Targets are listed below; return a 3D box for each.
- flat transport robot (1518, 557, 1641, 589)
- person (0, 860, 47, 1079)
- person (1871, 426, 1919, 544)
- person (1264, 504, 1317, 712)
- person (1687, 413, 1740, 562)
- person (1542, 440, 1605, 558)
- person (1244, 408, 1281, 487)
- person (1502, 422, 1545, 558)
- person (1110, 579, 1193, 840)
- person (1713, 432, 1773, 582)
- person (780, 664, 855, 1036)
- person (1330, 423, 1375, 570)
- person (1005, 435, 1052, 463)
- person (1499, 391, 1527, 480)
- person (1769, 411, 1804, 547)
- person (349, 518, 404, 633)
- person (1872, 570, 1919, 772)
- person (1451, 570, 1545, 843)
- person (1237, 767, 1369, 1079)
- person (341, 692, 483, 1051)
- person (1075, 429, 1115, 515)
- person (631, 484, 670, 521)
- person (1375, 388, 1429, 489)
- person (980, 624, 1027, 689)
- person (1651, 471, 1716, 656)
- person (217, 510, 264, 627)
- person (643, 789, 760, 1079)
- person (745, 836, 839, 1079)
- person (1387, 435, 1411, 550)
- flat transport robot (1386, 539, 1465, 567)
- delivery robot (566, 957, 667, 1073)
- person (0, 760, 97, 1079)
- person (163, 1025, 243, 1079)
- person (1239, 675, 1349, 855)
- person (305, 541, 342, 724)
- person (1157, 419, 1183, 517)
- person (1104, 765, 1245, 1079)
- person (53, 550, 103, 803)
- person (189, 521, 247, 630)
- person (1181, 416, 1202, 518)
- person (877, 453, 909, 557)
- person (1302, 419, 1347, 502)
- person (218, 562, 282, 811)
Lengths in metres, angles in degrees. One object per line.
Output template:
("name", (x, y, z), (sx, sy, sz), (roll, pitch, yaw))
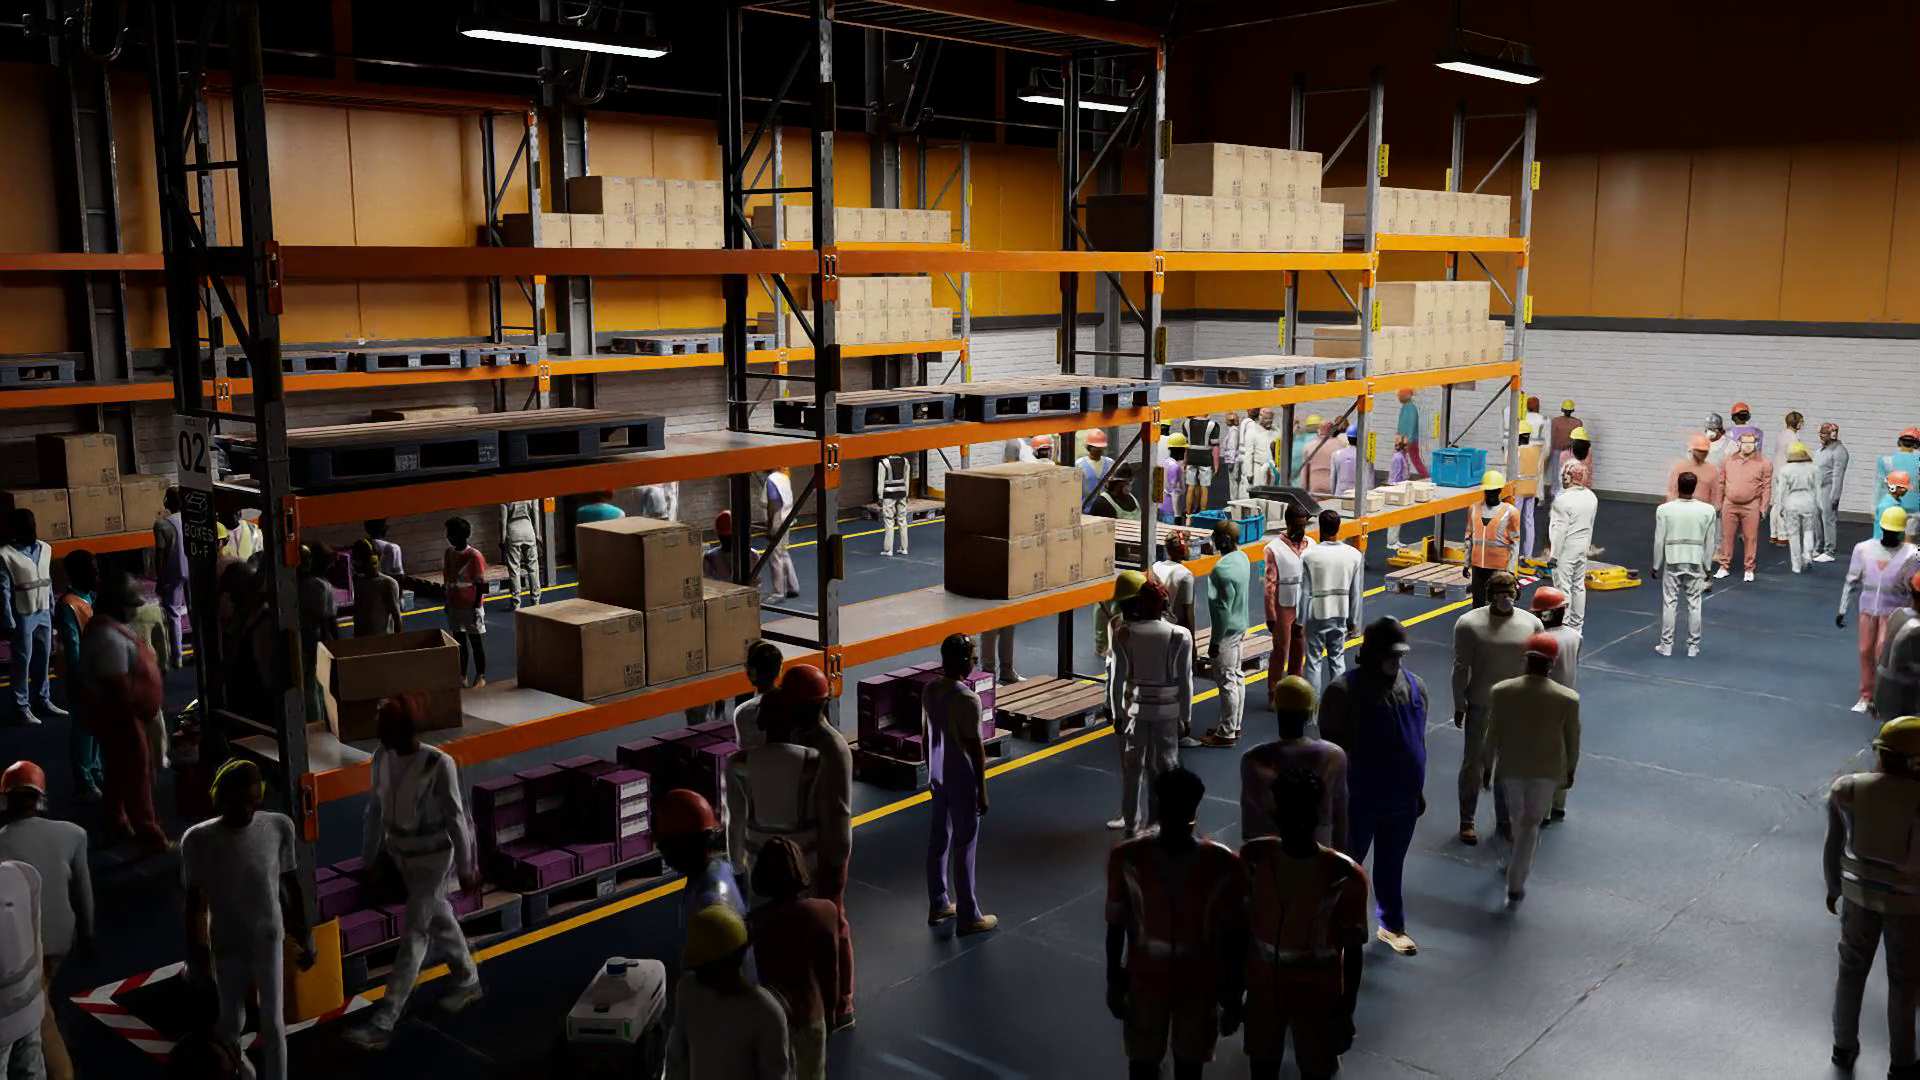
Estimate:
("flat transport robot", (7.877, 0.394, 21.205), (0.652, 0.197, 1.431), (-5, 11, -28))
("person", (-3.971, 1.974, 6.783), (0.402, 1.943, 0.609), (1, 10, 7))
("person", (11.826, -0.423, 20.901), (0.632, 2.013, 0.437), (5, 11, 28))
("person", (2.976, 0.615, 15.019), (0.599, 1.909, 0.401), (-6, 11, -34))
("person", (10.180, -0.725, 22.612), (0.681, 2.000, 0.535), (8, 12, 40))
("person", (8.381, -0.543, 22.706), (0.901, 1.635, 0.547), (-2, 10, -13))
("person", (4.560, -1.036, 24.925), (0.648, 1.895, 0.402), (-5, 11, -27))
("person", (7.593, -0.642, 22.501), (0.588, 1.916, 0.394), (-3, 10, -15))
("person", (1.333, 1.203, 11.597), (0.575, 1.880, 0.359), (3, 10, 15))
("person", (9.977, -0.428, 21.234), (0.651, 1.909, 0.409), (7, 12, 37))
("person", (-0.782, 1.621, 8.786), (0.409, 1.986, 0.620), (-6, 11, -32))
("person", (5.174, -0.565, 21.932), (0.602, 1.949, 0.390), (6, 11, 32))
("person", (0.986, -0.830, 23.238), (0.690, 2.000, 0.541), (-3, 10, -18))
("person", (9.519, -1.645, 28.561), (0.354, 1.887, 0.573), (-5, 11, -28))
("person", (11.867, -0.880, 23.841), (0.370, 1.940, 0.627), (1, 10, 8))
("person", (-5.577, 0.562, 15.955), (0.536, 1.695, 0.322), (1, 10, 8))
("person", (6.562, 1.151, 11.485), (0.482, 2.015, 0.624), (4, 10, 21))
("person", (3.759, 1.161, 11.659), (0.630, 1.940, 0.372), (0, 10, -1))
("person", (1.413, 1.914, 7.074), (0.602, 1.967, 0.367), (6, 11, 33))
("person", (-2.911, 1.703, 8.719), (0.601, 1.831, 0.997), (6, 11, 33))
("person", (1.651, -0.352, 20.432), (0.608, 2.033, 0.427), (-3, 10, -20))
("person", (-3.375, -0.019, 18.657), (0.581, 1.945, 0.621), (-6, 11, -31))
("person", (7.844, -1.754, 29.108), (1.044, 1.934, 0.627), (-1, 10, -7))
("person", (0.414, 0.465, 15.900), (0.409, 1.913, 0.642), (8, 12, 40))
("person", (7.454, 0.250, 17.157), (0.587, 1.920, 0.390), (2, 10, 13))
("person", (-6.971, 0.491, 15.990), (0.627, 1.837, 0.430), (-8, 12, -40))
("person", (-1.044, 1.972, 6.937), (0.633, 1.902, 0.549), (-2, 10, -14))
("person", (-0.754, 2.073, 7.152), (0.502, 1.627, 0.277), (-4, 10, -25))
("person", (6.202, -0.673, 23.525), (0.314, 1.631, 0.524), (3, 10, 18))
("flat transport robot", (6.395, 0.182, 22.471), (0.652, 0.197, 1.431), (8, 13, 41))
("delivery robot", (-1.726, 2.350, 8.402), (0.477, 0.478, 0.707), (1, 10, 5))
("person", (-4.444, 1.915, 7.910), (0.882, 1.687, 0.658), (5, 11, 26))
("person", (-2.201, 2.337, 4.972), (0.647, 1.824, 0.456), (-1, 10, -4))
("person", (1.774, 1.677, 8.728), (0.594, 1.899, 0.761), (-1, 10, -7))
("person", (-5.239, 0.885, 13.700), (0.554, 1.804, 0.419), (7, 12, 34))
("person", (2.891, -0.839, 23.668), (0.586, 1.918, 0.396), (5, 11, 27))
("person", (0.933, 1.898, 7.267), (0.608, 1.940, 0.557), (2, 10, 9))
("person", (-6.608, 1.020, 12.563), (0.393, 1.919, 0.589), (-2, 10, -13))
("person", (-6.634, 0.698, 14.937), (0.525, 1.769, 0.327), (-1, 10, -9))
("person", (3.657, -1.303, 26.408), (0.386, 1.929, 0.543), (-4, 10, -25))
("person", (-0.915, -0.584, 23.003), (0.509, 1.629, 0.315), (-7, 12, -38))
("person", (5.088, -0.738, 23.147), (0.673, 1.883, 0.480), (5, 11, 28))
("person", (-4.888, 1.122, 11.586), (0.775, 2.000, 0.609), (6, 11, 31))
